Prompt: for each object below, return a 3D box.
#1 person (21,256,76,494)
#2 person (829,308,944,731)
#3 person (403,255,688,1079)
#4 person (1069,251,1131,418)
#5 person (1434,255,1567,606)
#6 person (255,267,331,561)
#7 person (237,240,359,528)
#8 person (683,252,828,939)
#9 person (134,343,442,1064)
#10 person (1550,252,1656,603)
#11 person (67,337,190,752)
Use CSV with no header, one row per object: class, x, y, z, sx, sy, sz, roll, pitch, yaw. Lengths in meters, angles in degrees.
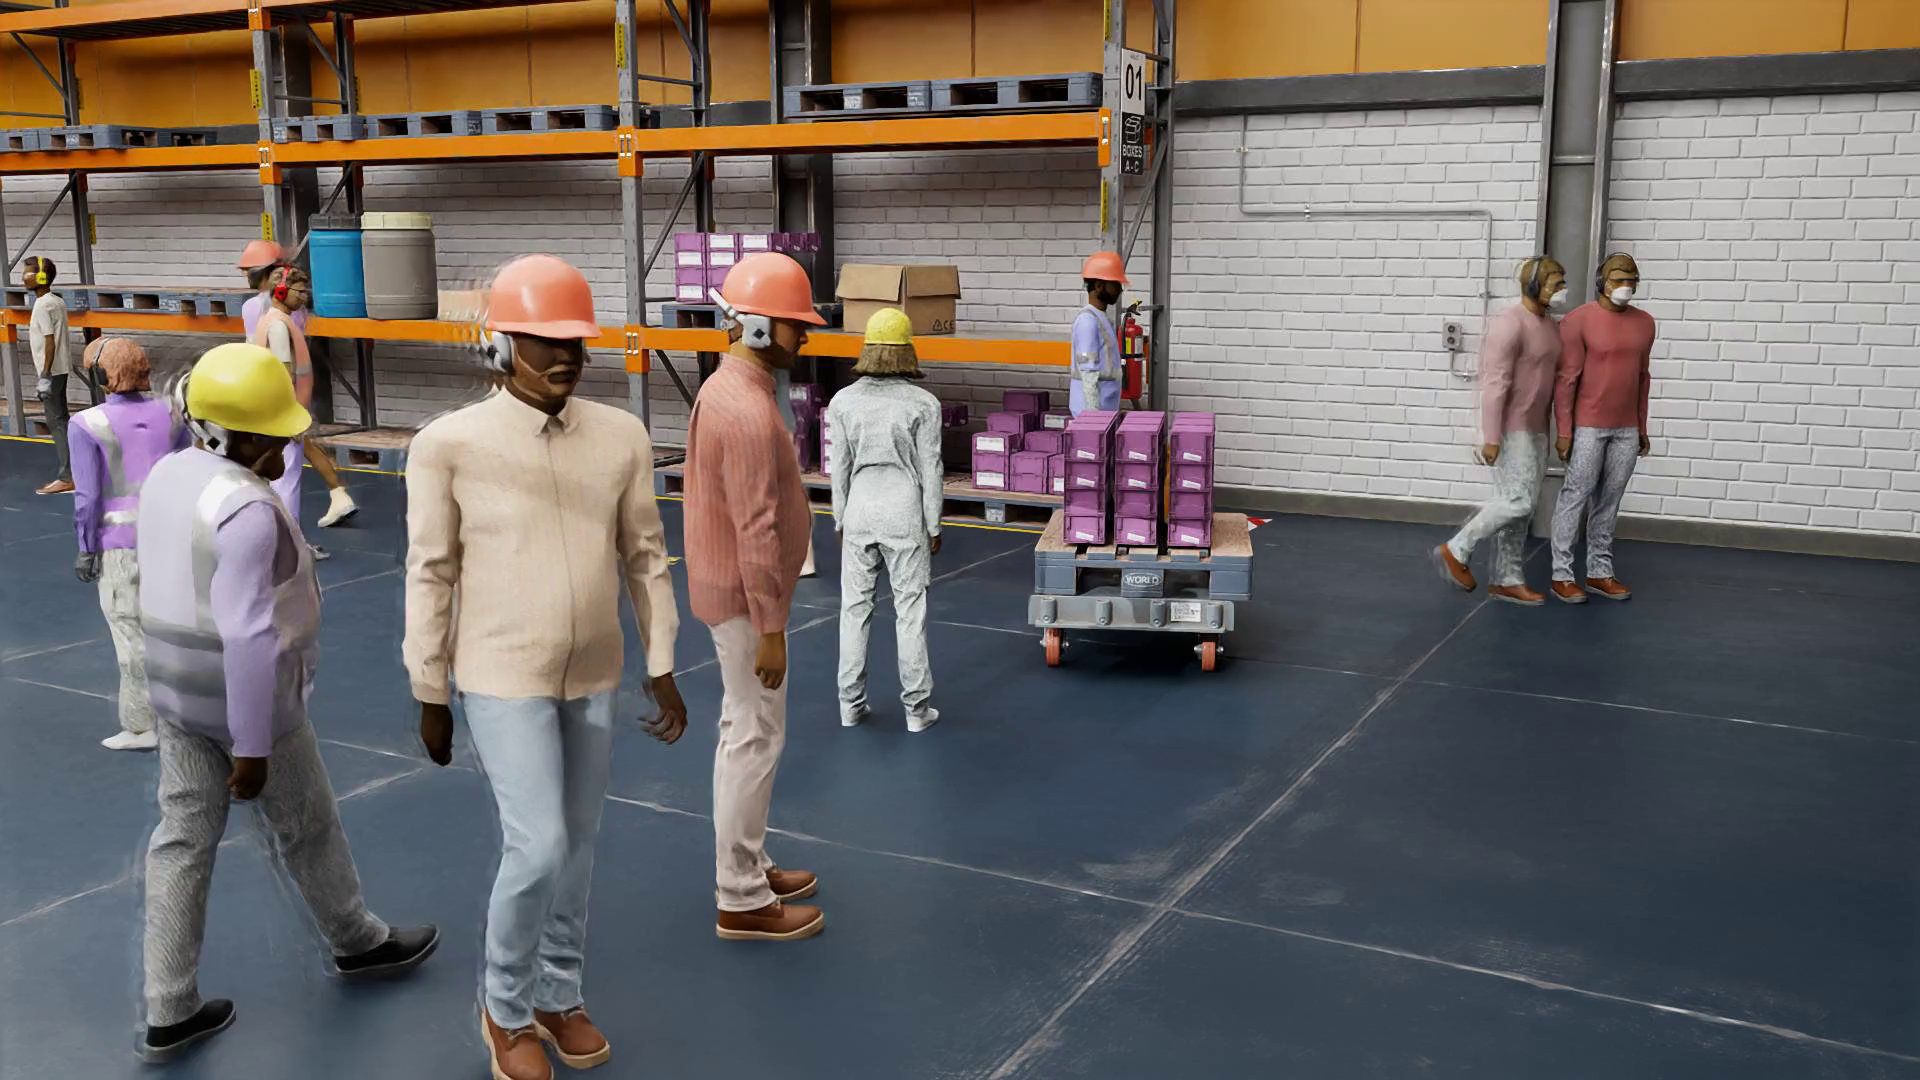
person,-7.204,-1.299,13.162,0.315,1.871,0.534,-3,11,-15
person,-0.297,-0.082,6.871,0.485,1.735,0.335,3,11,16
person,-0.959,0.328,3.940,0.522,1.975,0.613,10,14,44
person,0.852,-0.790,10.189,0.356,1.938,0.544,2,10,9
person,3.016,-0.590,9.120,0.517,1.924,0.646,8,13,39
person,-4.228,-0.782,10.417,0.391,1.837,0.563,-5,11,-26
person,-4.673,-1.061,11.492,1.013,2.005,0.618,3,11,17
person,-0.580,0.175,4.793,0.412,1.980,0.630,-3,11,-14
person,-1.753,0.382,4.214,0.574,1.762,0.819,7,12,33
person,3.564,-0.617,9.238,0.634,1.936,0.351,-4,11,-20
person,-3.248,0.019,6.578,0.310,1.636,0.522,5,12,28
